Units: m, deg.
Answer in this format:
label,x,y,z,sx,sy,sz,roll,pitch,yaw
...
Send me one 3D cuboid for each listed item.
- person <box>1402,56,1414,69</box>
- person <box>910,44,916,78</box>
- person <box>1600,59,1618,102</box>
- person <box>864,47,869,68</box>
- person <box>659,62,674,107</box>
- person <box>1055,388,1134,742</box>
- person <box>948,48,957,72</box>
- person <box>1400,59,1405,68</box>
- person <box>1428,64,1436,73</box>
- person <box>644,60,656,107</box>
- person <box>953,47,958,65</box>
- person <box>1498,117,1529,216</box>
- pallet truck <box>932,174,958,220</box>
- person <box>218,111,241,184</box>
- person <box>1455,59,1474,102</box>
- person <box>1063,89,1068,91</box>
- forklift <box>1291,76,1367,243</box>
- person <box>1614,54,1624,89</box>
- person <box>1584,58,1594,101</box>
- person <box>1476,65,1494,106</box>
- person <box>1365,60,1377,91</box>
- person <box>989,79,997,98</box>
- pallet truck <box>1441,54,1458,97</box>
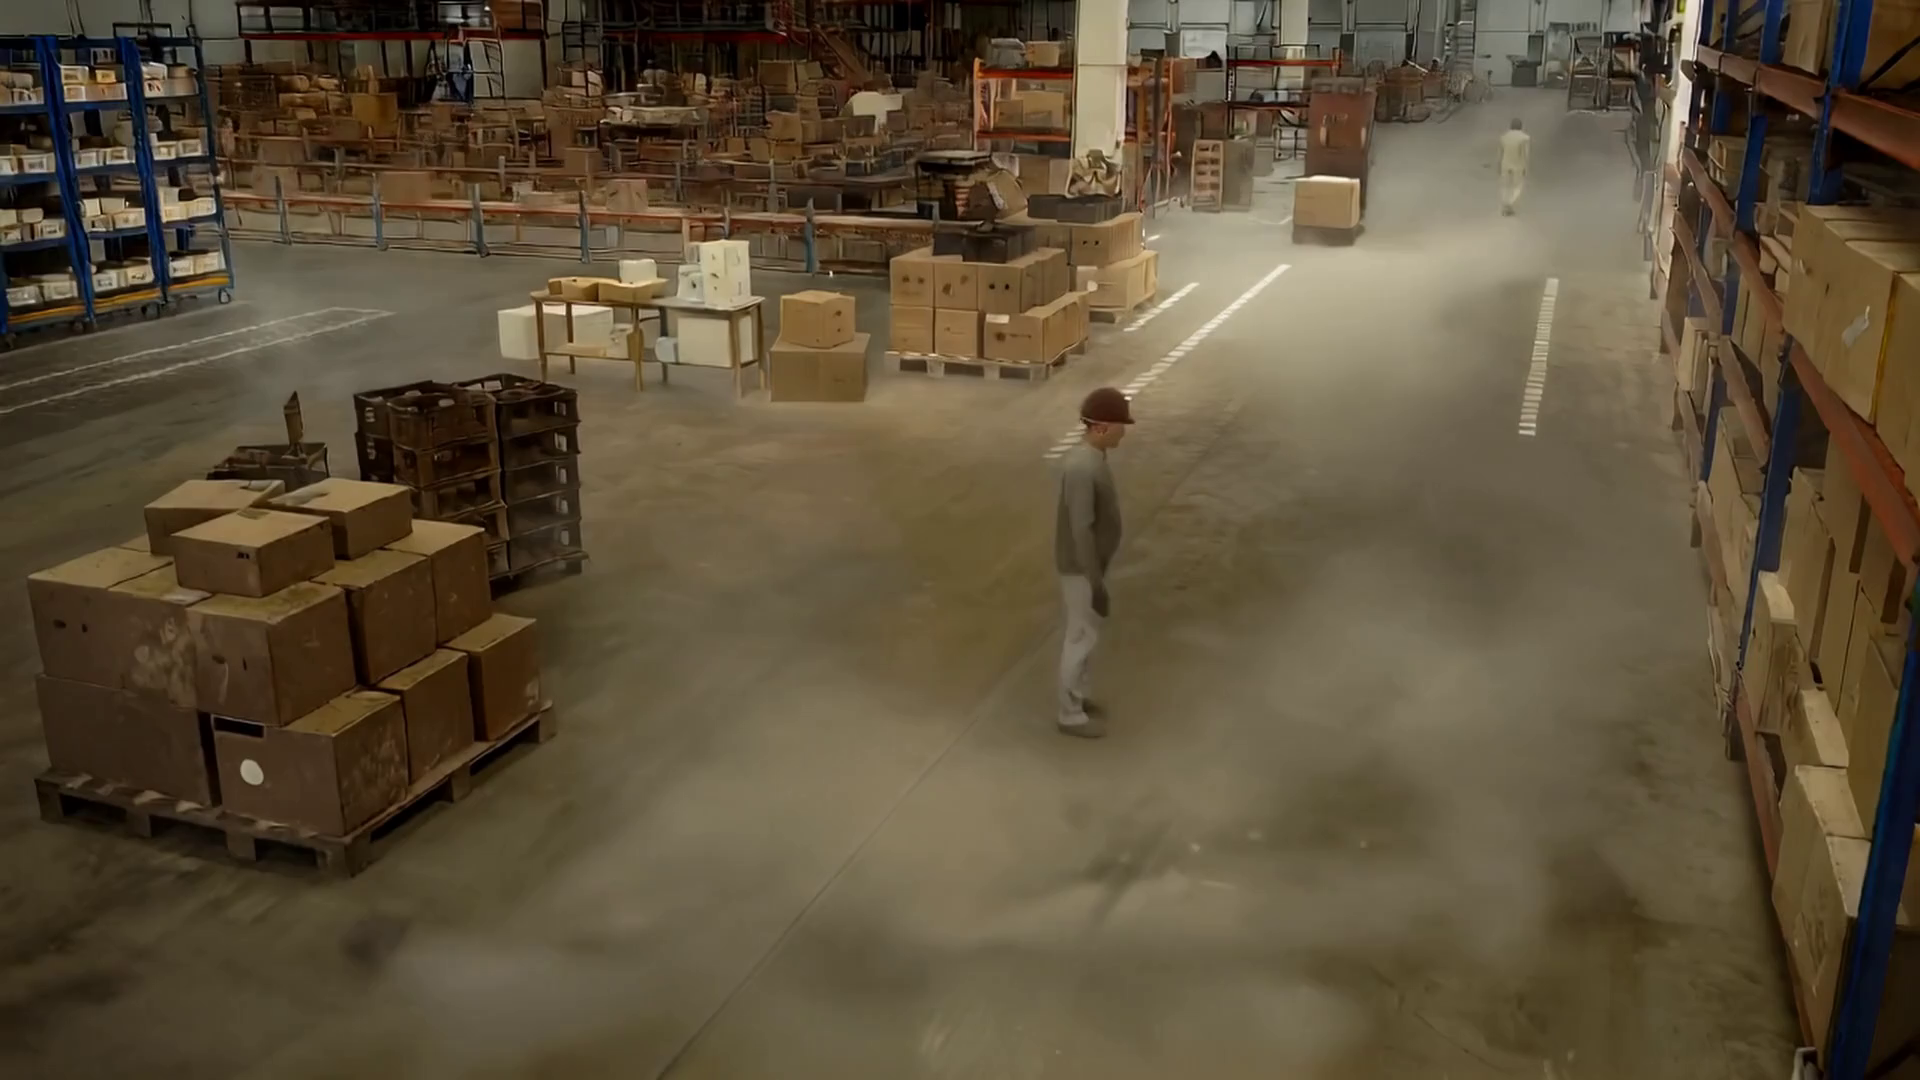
label,x,y,z,sx,sy,sz,roll,pitch,yaw
person,21.361,-22.194,79.597,0.644,1.835,0.430,-5,18,-15
person,-2.869,-29.047,100.857,0.374,1.995,0.622,-2,18,-7
person,28.954,-20.430,73.966,0.603,1.885,0.777,-7,19,-22
person,-5.699,-28.746,100.165,0.429,1.844,0.623,7,19,21
person,-12.350,-19.218,70.200,0.854,1.852,0.612,10,20,29
person,0.721,0.148,9.149,0.412,1.982,0.700,2,18,8
person,-0.440,-26.314,92.392,0.567,1.918,0.652,4,18,13
person,21.970,-22.925,82.100,0.552,1.687,0.350,-8,19,-23
person,19.736,-18.906,69.286,0.574,1.829,0.802,-16,24,-41
person,-12.468,-18.232,66.828,0.393,2.038,0.606,15,23,38
person,-0.153,-27.694,96.754,0.646,1.902,0.610,7,19,21
person,10.942,-7.368,32.859,0.546,1.921,0.661,-16,24,-41
pallet truck,-0.507,-5.292,27.348,0.653,1.274,1.630,6,19,19
person,-16.564,-8.826,37.706,0.318,1.764,0.522,-11,21,-31
person,22.569,-20.473,74.077,0.981,1.891,0.647,-1,18,-4
person,3.134,-12.721,50.058,0.543,1.681,0.594,8,19,23
forklift,6.598,-6.755,29.381,1.129,2.768,1.873,6,19,19
person,31.926,-22.513,80.488,0.563,1.891,0.954,-3,18,-10
person,28.204,-20.586,74.428,0.533,1.900,0.620,7,19,21
person,22.483,-19.399,71.017,0.492,1.713,0.718,-13,22,-36
person,17.713,-19.606,71.342,0.743,1.911,0.634,14,23,38
person,1.444,-17.565,64.857,0.638,1.949,0.961,-14,22,-37
pallet truck,22.765,-21.886,78.355,0.823,1.965,1.885,-4,18,-14
